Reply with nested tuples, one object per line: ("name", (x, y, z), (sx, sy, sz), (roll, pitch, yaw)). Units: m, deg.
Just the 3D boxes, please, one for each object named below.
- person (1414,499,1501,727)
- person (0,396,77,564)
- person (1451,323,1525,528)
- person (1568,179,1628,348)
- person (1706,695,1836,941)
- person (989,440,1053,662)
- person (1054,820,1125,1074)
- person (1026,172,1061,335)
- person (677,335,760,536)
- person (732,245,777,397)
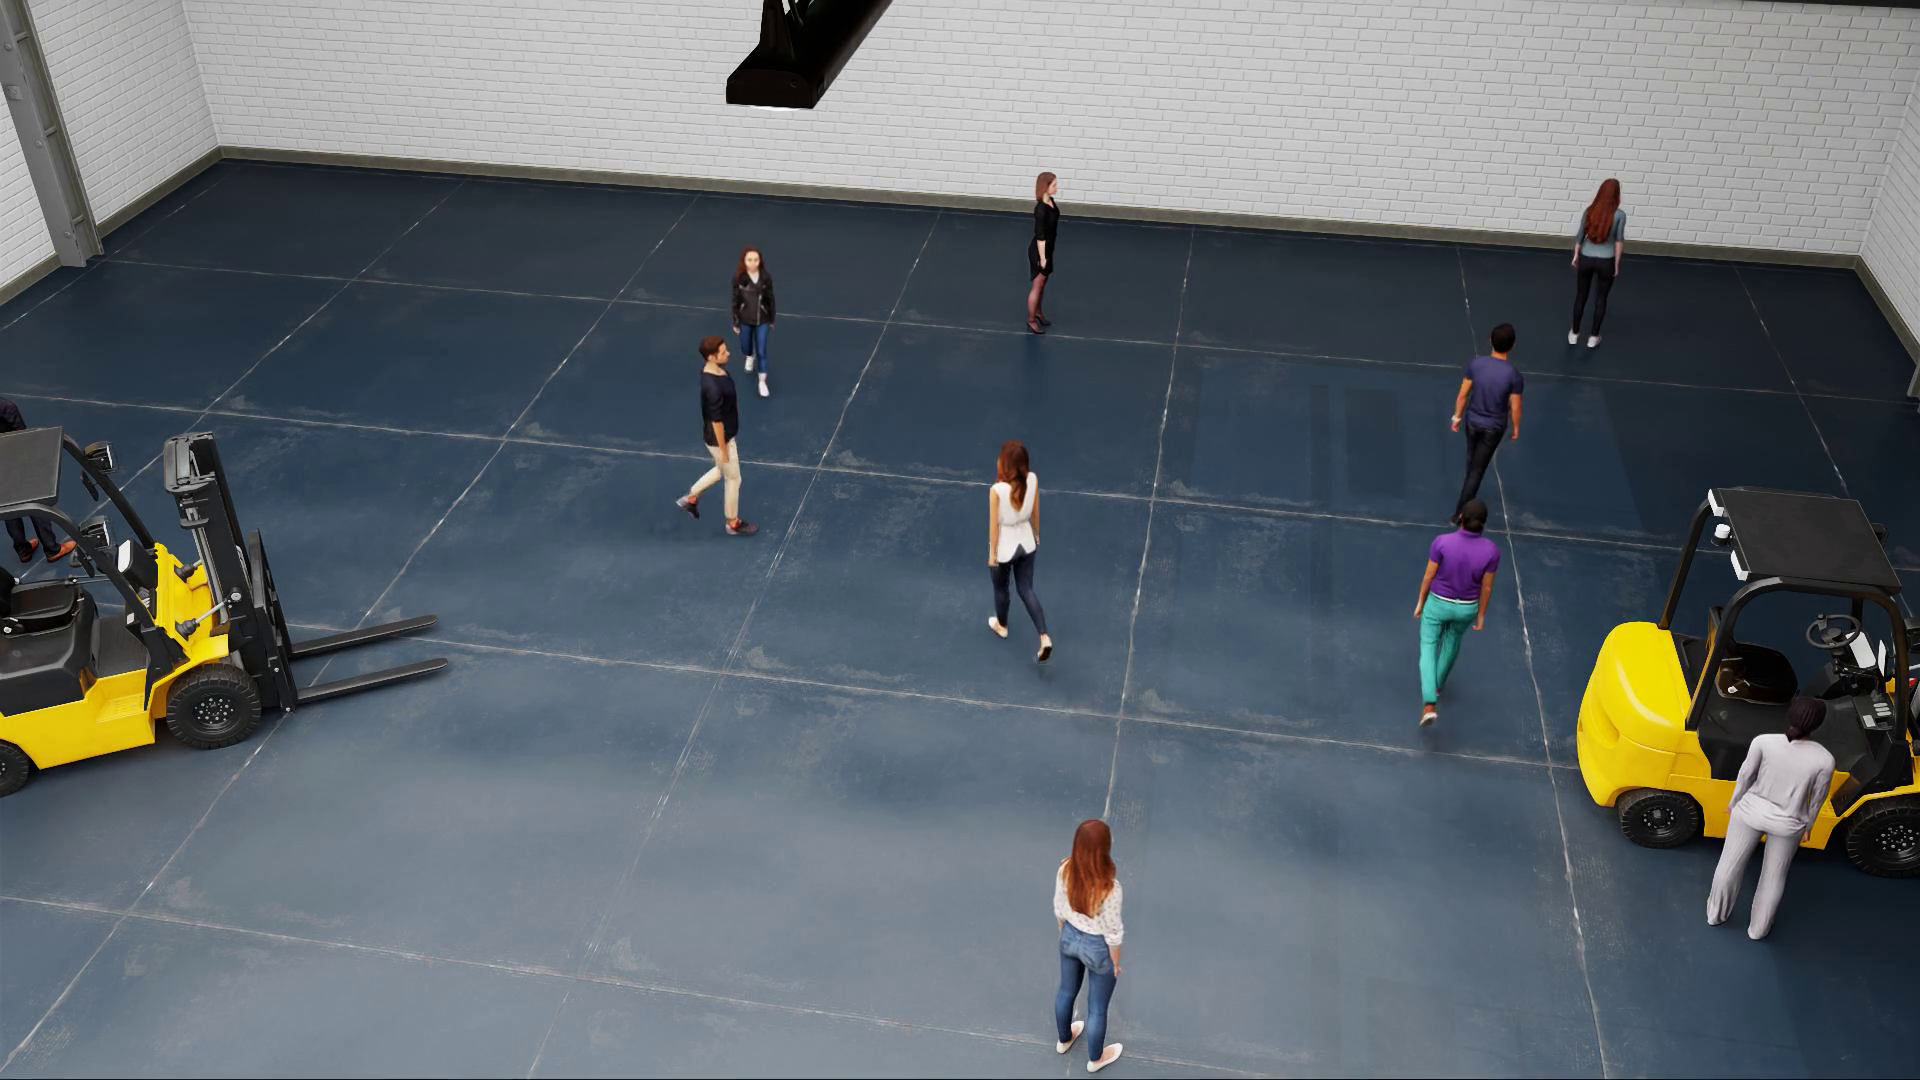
("person", (3.421, 0.520, 11.594), (0.640, 1.742, 1.050), (6, 34, 10))
("person", (-7.592, -0.618, 13.254), (0.718, 1.799, 0.609), (1, 34, 2))
("person", (4.289, -0.903, 13.717), (0.952, 1.761, 1.133), (22, 39, 29))
("person", (6.289, -2.725, 16.477), (0.695, 1.741, 0.685), (18, 38, 25))
("person", (4.827, 1.646, 9.905), (0.704, 1.736, 0.652), (17, 37, 24))
("person", (0.446, 0.105, 12.197), (0.976, 1.765, 1.084), (-18, 37, -24))
("person", (0.699, 2.207, 9.068), (0.649, 1.728, 0.662), (26, 42, 33))
("person", (0.823, -2.908, 16.788), (0.652, 1.701, 0.457), (8, 34, 11))
("person", (-2.030, -0.839, 13.550), (0.894, 1.839, 0.935), (-5, 34, -8))
("person", (-1.970, -2.129, 15.826), (0.704, 1.468, 0.919), (-4, 34, -6))
